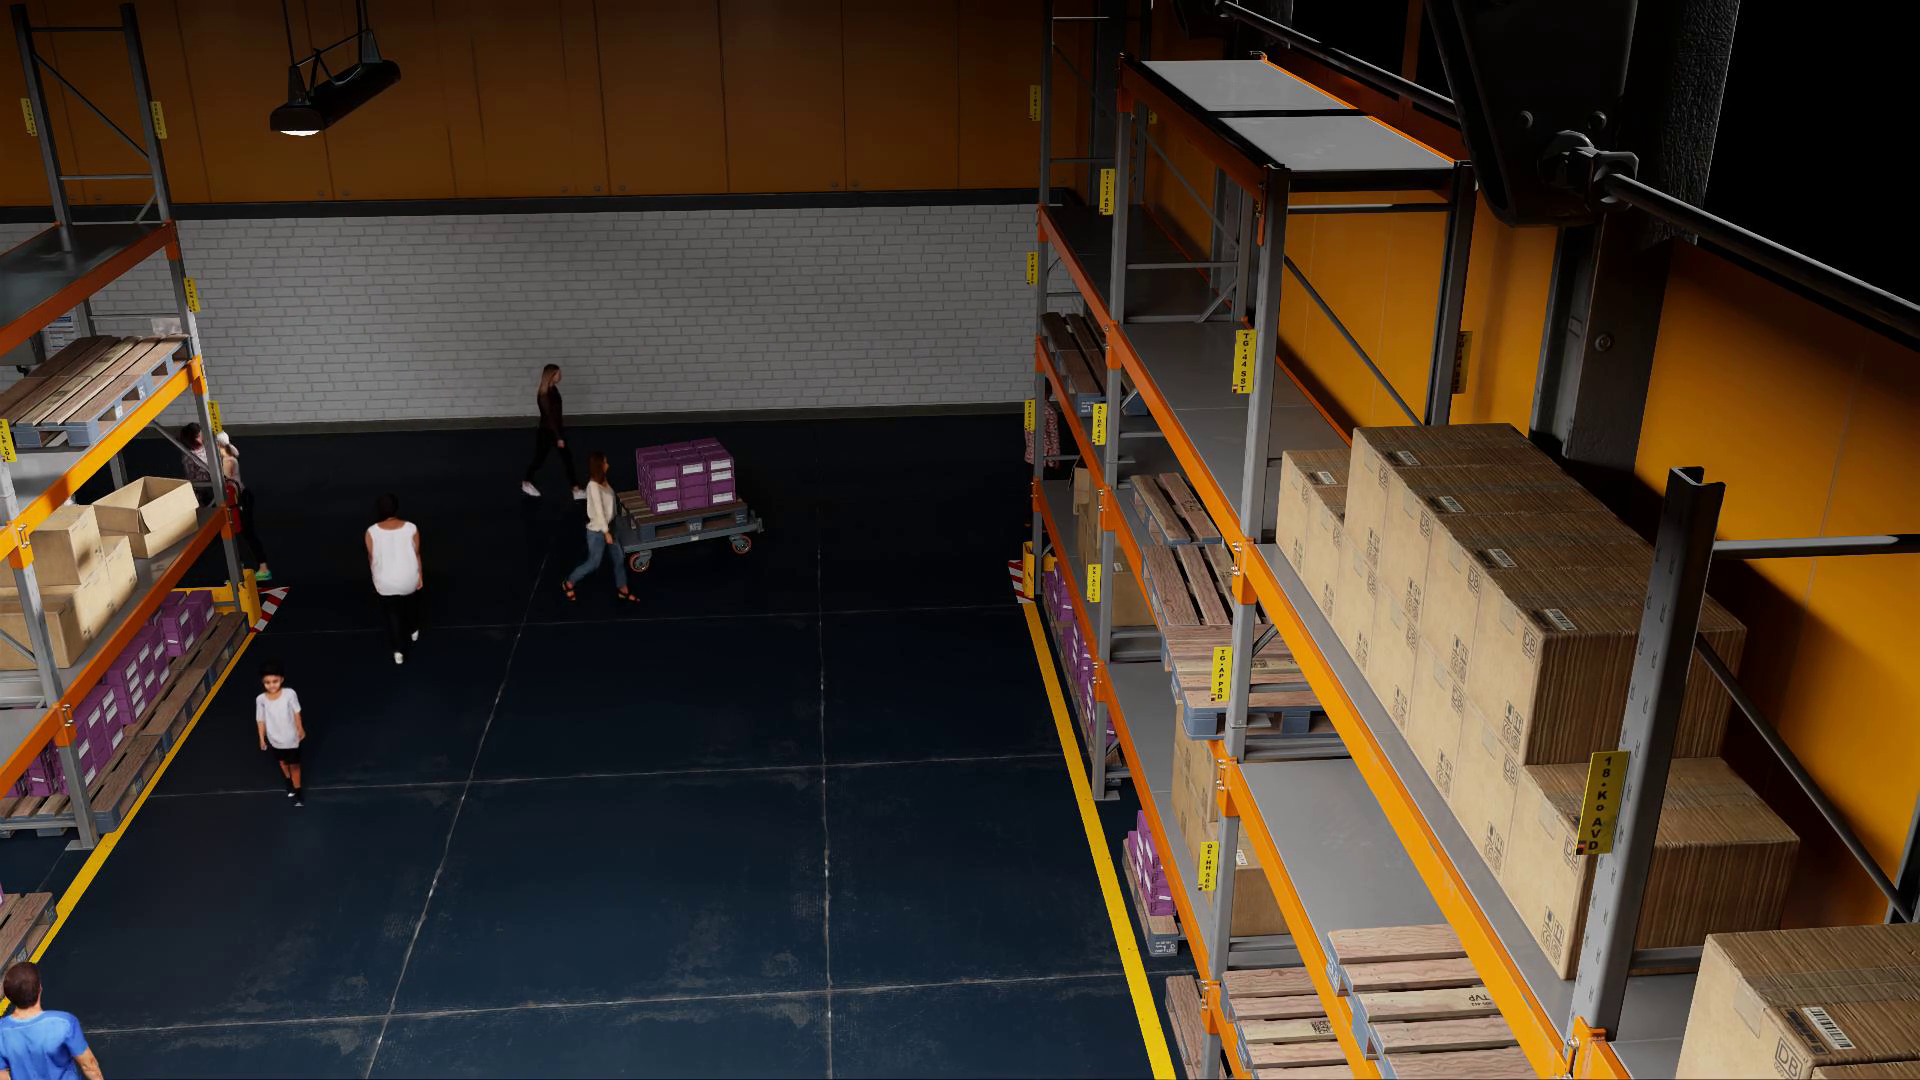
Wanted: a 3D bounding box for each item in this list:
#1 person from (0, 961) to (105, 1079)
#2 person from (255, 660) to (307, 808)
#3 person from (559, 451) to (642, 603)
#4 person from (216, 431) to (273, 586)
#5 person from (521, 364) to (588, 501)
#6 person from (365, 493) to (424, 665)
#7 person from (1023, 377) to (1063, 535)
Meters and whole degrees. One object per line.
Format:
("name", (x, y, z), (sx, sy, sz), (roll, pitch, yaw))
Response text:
("person", (-4.997, 3.215, 9.136), (0.723, 1.818, 1.229), (-5, 24, -10))
("person", (-5.578, 1.533, 13.695), (0.553, 1.249, 0.727), (-5, 24, -12))
("person", (-3.733, -0.088, 16.904), (0.790, 1.648, 1.031), (2, 24, 5))
("person", (-7.473, -0.347, 17.456), (0.731, 1.679, 0.648), (-6, 24, -14))
("person", (-4.891, -1.225, 19.496), (0.902, 1.655, 1.145), (5, 24, 12))
("person", (-5.374, 0.383, 15.822), (0.862, 1.651, 1.171), (-9, 25, -20))
("person", (0.922, -0.965, 18.713), (0.841, 1.807, 0.738), (-19, 30, -36))
